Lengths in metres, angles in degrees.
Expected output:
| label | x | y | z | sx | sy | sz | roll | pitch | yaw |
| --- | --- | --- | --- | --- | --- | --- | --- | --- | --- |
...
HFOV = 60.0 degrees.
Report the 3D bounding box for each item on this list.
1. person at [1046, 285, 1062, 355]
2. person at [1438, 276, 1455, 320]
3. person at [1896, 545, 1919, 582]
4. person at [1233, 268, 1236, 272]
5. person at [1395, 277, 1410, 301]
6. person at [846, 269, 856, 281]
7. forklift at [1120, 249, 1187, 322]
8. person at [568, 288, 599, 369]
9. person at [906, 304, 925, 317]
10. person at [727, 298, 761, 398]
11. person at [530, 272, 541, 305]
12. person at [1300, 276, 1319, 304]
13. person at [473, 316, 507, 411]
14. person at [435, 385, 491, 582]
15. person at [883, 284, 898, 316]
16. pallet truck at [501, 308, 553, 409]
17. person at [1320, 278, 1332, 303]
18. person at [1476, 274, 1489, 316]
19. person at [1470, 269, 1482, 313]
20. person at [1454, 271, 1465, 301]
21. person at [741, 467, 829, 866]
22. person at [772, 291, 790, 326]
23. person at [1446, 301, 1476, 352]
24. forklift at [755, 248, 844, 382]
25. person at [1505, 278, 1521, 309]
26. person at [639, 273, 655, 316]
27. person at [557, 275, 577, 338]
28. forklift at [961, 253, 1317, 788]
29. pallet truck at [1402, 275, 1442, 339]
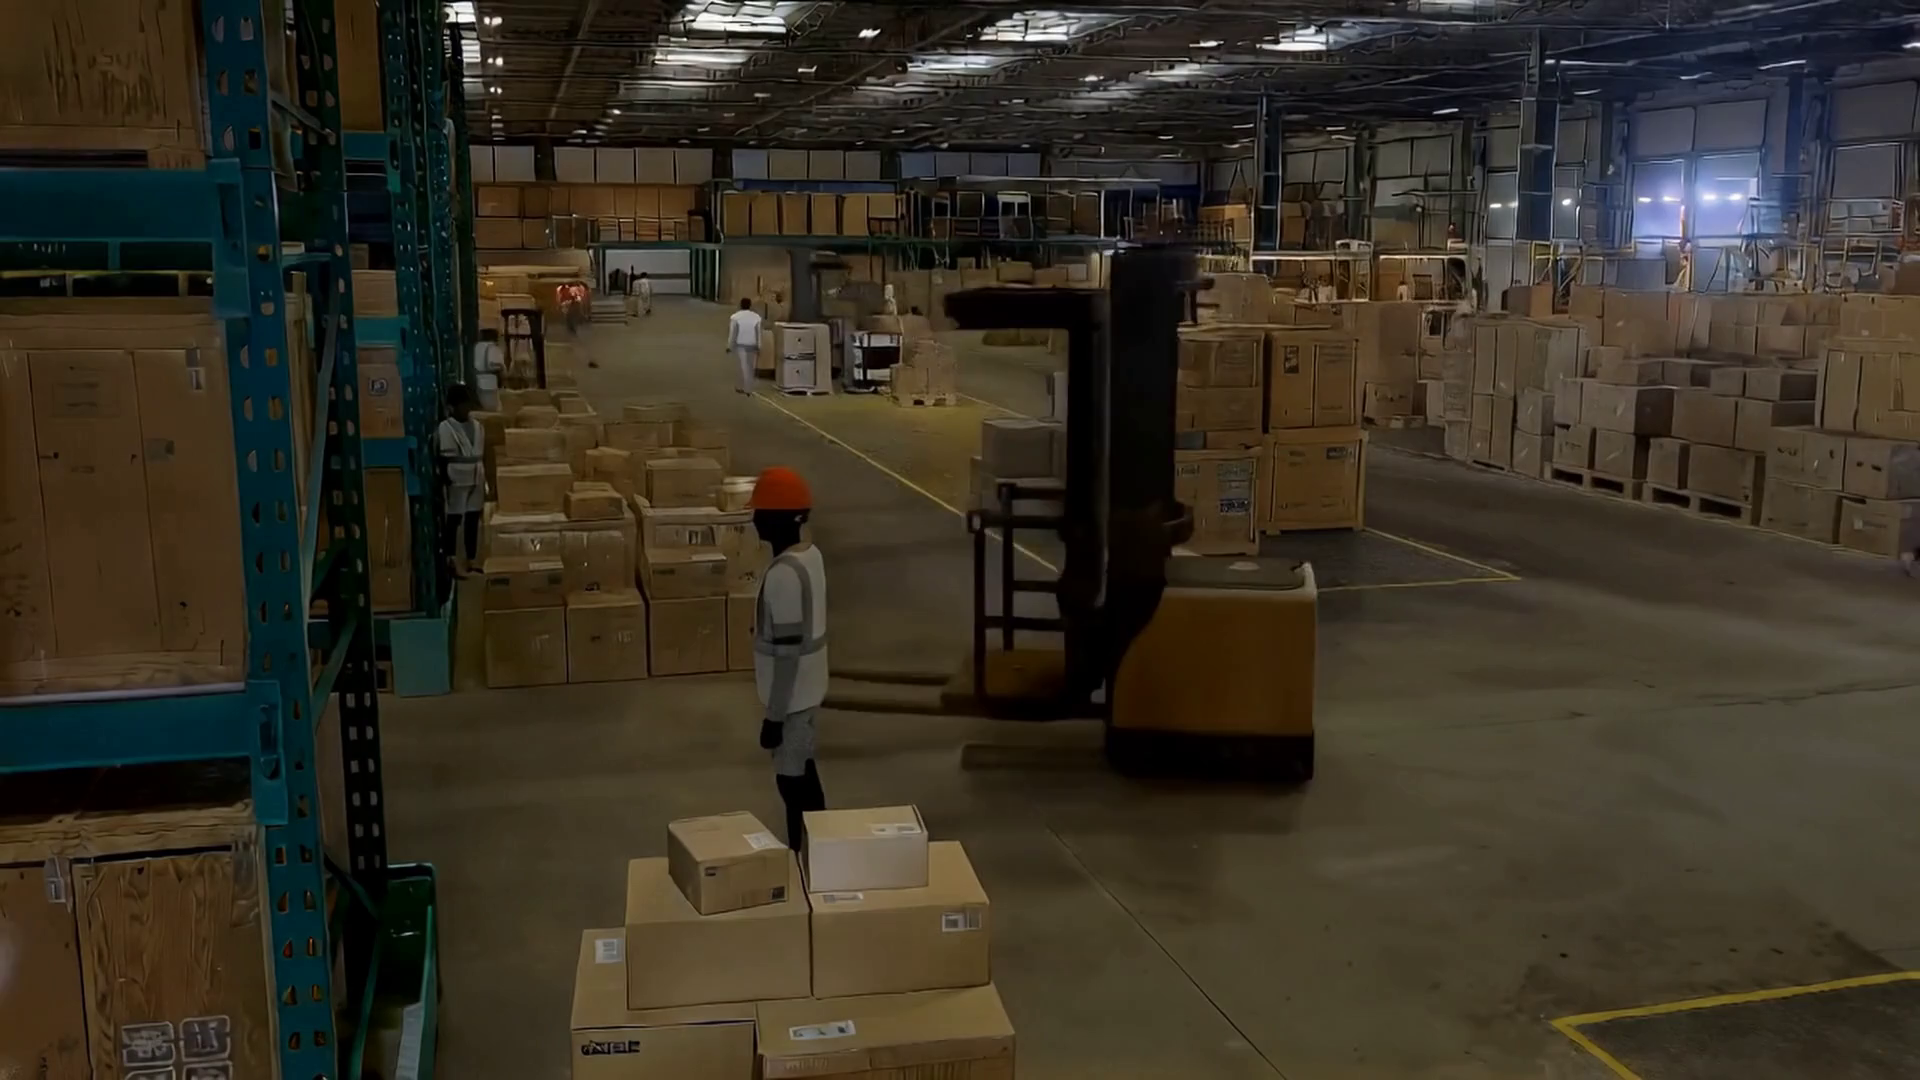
| label | x | y | z | sx | sy | sz | roll | pitch | yaw |
| --- | --- | --- | --- | --- | --- | --- | --- | --- | --- |
| person | 2.497 | -5.830 | 44.086 | 0.331 | 1.860 | 0.535 | -8 | 13 | -39 |
| person | 15.795 | -7.639 | 54.155 | 0.390 | 1.921 | 0.583 | -9 | 13 | -42 |
| person | 8.076 | -0.361 | 13.647 | 0.540 | 1.676 | 0.671 | -7 | 12 | -33 |
| person | 13.908 | -12.959 | 84.482 | 0.506 | 1.846 | 0.351 | 6 | 12 | 32 |
| person | 14.380 | -7.559 | 53.790 | 0.979 | 1.897 | 0.627 | 7 | 12 | 36 |
| person | -4.567 | -10.306 | 69.226 | 0.374 | 1.930 | 0.542 | -9 | 13 | -42 |
| forklift | 2.797 | -2.848 | 24.299 | 1.129 | 2.768 | 1.873 | -3 | 10 | -15 |
| person | -8.997 | -4.964 | 39.077 | 0.933 | 1.898 | 0.638 | 3 | 11 | 19 |
| person | -0.965 | -4.287 | 35.962 | 0.522 | 1.638 | 0.309 | -1 | 10 | -3 |
| person | -4.180 | -3.687 | 31.871 | 0.661 | 1.876 | 0.960 | -6 | 12 | -32 |
| person | -19.489 | -11.458 | 76.332 | 0.485 | 1.718 | 0.753 | -3 | 11 | -19 |
| person | 10.186 | -6.700 | 48.488 | 0.537 | 2.000 | 0.674 | 2 | 10 | 9 |
| person | -6.375 | -2.090 | 22.712 | 0.405 | 1.920 | 0.553 | -8 | 13 | -39 |
| person | -4.280 | -0.500 | 14.363 | 0.321 | 1.694 | 0.535 | 6 | 12 | 31 |
| person | -1.681 | -5.185 | 40.119 | 0.369 | 1.967 | 0.600 | 1 | 10 | 5 |
| pallet truck | -6.242 | -2.418 | 24.362 | 0.823 | 1.965 | 1.885 | 1 | 10 | 3 |
| person | 12.023 | -7.735 | 54.923 | 0.570 | 1.851 | 0.922 | -9 | 13 | -40 |
| person | 19.446 | -8.967 | 61.833 | 0.514 | 1.865 | 0.329 | -3 | 10 | -14 |
| person | 22.473 | -10.841 | 72.364 | 0.606 | 1.903 | 0.653 | 0 | 10 | -1 |
| person | 21.673 | -10.745 | 72.034 | 0.623 | 1.820 | 0.815 | 0 | 10 | -3 |
| person | -0.750 | 0.652 | 7.152 | 0.357 | 1.938 | 0.542 | 1 | 10 | 7 |
| person | -4.965 | -6.018 | 45.730 | 0.841 | 1.655 | 0.539 | 6 | 11 | 29 |
| person | 9.708 | -3.707 | 32.153 | 0.649 | 1.824 | 0.434 | -8 | 13 | -38 |
| forklift | -3.399 | -4.816 | 35.442 | 1.873 | 2.768 | 1.129 | -3 | 10 | -15 |
| person | 16.886 | -6.996 | 50.577 | 0.645 | 1.889 | 1.011 | -1 | 10 | -8 |
| person | -12.979 | -10.186 | 68.958 | 0.610 | 1.794 | 0.922 | -1 | 10 | -8 |
| person | -12.396 | -7.378 | 52.563 | 0.600 | 1.960 | 1.089 | -5 | 11 | -26 |
| forklift | 1.027 | -0.172 | 9.148 | 1.873 | 2.768 | 1.129 | 2 | 10 | 11 |
| pallet truck | 14.620 | -7.324 | 52.145 | 0.823 | 1.965 | 1.885 | 8 | 13 | 40 |
